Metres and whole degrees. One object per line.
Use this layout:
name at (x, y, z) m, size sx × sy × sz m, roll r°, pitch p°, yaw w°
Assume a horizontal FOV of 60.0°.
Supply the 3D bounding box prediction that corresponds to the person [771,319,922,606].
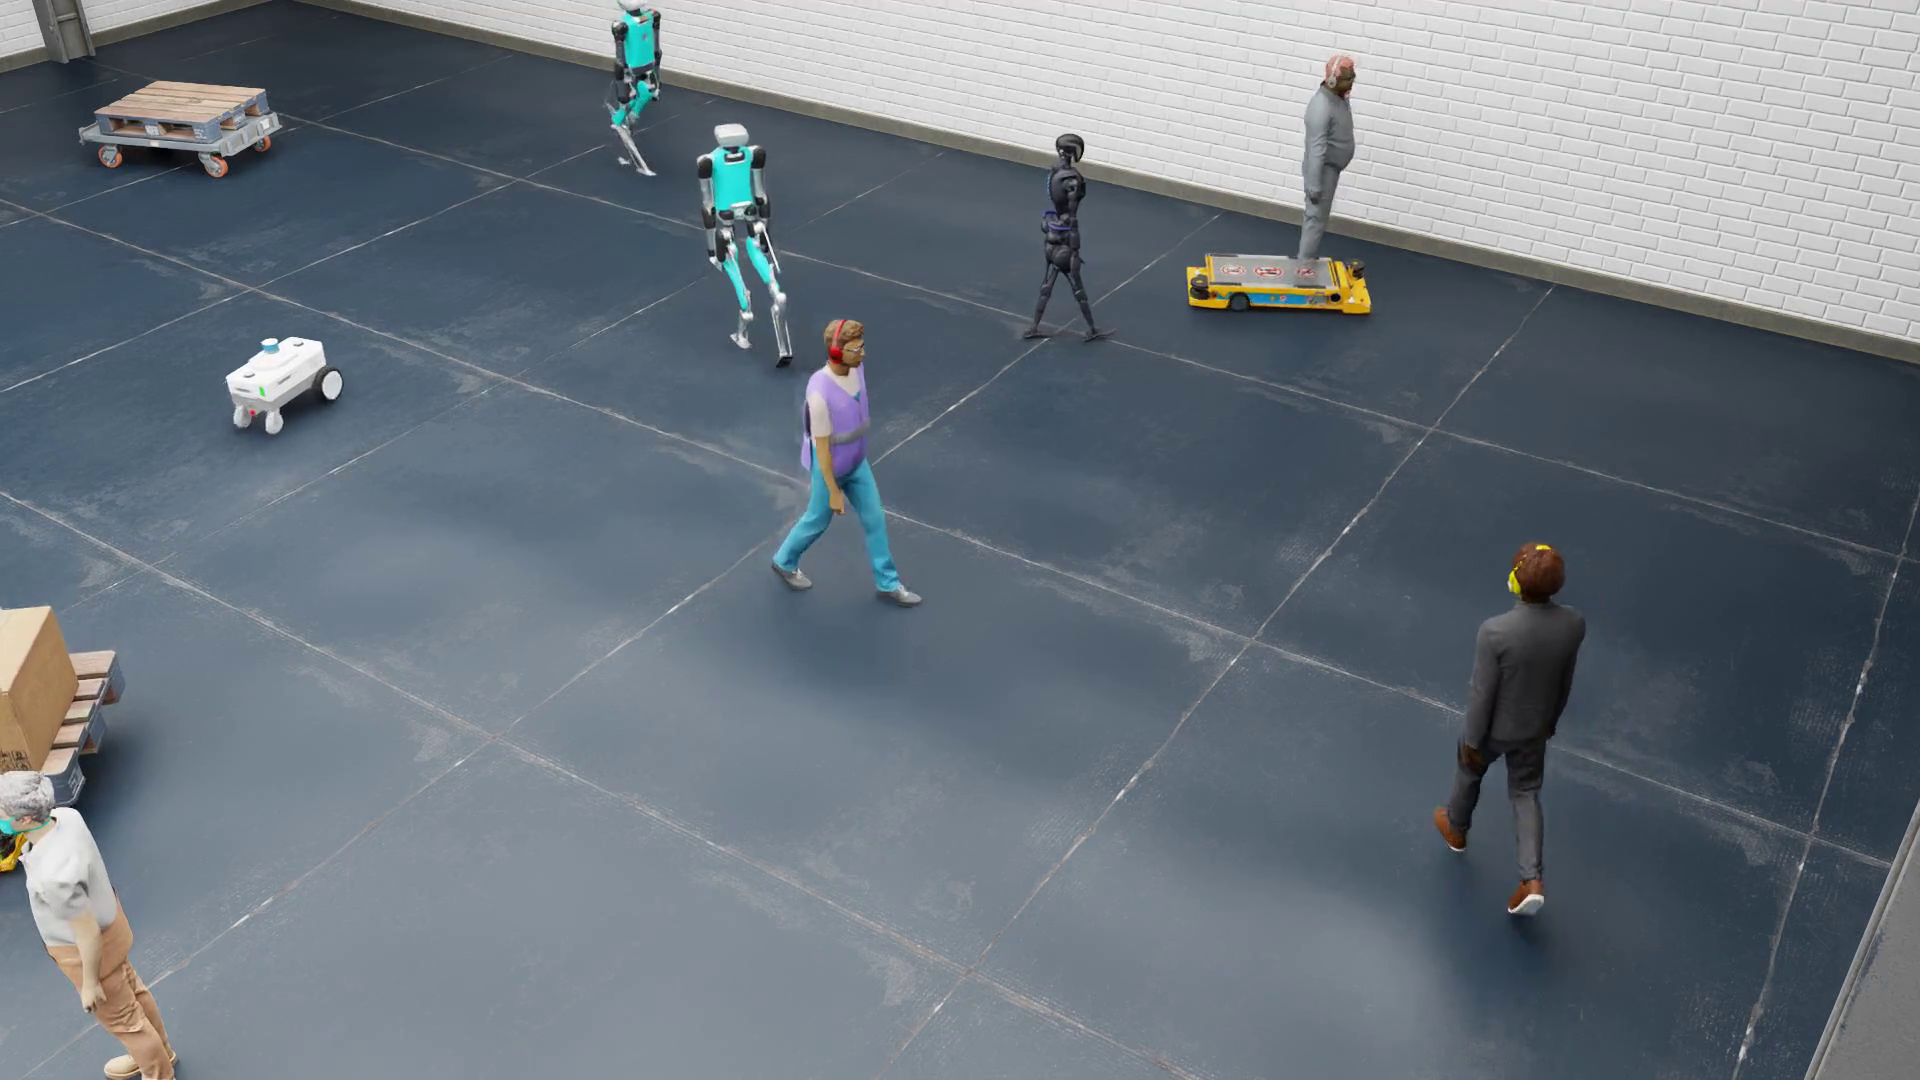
person at (-0.721, -0.439, 9.519) m, size 0.937 × 1.805 × 0.585 m, roll 14°, pitch 35°, yaw 21°

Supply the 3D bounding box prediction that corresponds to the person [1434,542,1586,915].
person at (2.502, 0.836, 7.499) m, size 0.498 × 1.851 × 0.835 m, roll -2°, pitch 33°, yaw -3°

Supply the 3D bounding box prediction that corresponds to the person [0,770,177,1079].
person at (-3.377, 1.568, 6.449) m, size 0.301 × 1.744 × 0.493 m, roll -15°, pitch 36°, yaw -22°

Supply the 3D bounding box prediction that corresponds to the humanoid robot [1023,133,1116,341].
humanoid robot at (0.836, -2.271, 12.511) m, size 0.708 × 1.636 × 0.586 m, roll -6°, pitch 33°, yaw -9°

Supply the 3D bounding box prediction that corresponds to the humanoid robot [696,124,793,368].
humanoid robot at (-1.483, -2.068, 12.138) m, size 0.538 × 1.765 × 0.958 m, roll -18°, pitch 37°, yaw -26°

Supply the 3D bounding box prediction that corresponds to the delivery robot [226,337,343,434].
delivery robot at (-4.804, -1.139, 11.782) m, size 0.499 × 0.614 × 0.808 m, roll 11°, pitch 34°, yaw 17°

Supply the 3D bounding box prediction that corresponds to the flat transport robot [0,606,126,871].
flat transport robot at (-4.952, 1.166, 8.442) m, size 0.659 × 0.231 × 1.431 m, roll -5°, pitch 33°, yaw -8°

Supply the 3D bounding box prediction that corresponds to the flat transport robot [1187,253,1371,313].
flat transport robot at (2.573, -2.078, 13.489) m, size 1.431 × 0.231 × 0.659 m, roll 3°, pitch 33°, yaw 4°

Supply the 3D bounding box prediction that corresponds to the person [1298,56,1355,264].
person at (2.932, -2.935, 13.323) m, size 0.405 × 1.897 × 0.669 m, roll 12°, pitch 35°, yaw 18°

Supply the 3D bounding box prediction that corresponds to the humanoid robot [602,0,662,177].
humanoid robot at (-3.130, -4.208, 15.528) m, size 0.833 × 1.865 × 0.540 m, roll 26°, pitch 41°, yaw 34°
